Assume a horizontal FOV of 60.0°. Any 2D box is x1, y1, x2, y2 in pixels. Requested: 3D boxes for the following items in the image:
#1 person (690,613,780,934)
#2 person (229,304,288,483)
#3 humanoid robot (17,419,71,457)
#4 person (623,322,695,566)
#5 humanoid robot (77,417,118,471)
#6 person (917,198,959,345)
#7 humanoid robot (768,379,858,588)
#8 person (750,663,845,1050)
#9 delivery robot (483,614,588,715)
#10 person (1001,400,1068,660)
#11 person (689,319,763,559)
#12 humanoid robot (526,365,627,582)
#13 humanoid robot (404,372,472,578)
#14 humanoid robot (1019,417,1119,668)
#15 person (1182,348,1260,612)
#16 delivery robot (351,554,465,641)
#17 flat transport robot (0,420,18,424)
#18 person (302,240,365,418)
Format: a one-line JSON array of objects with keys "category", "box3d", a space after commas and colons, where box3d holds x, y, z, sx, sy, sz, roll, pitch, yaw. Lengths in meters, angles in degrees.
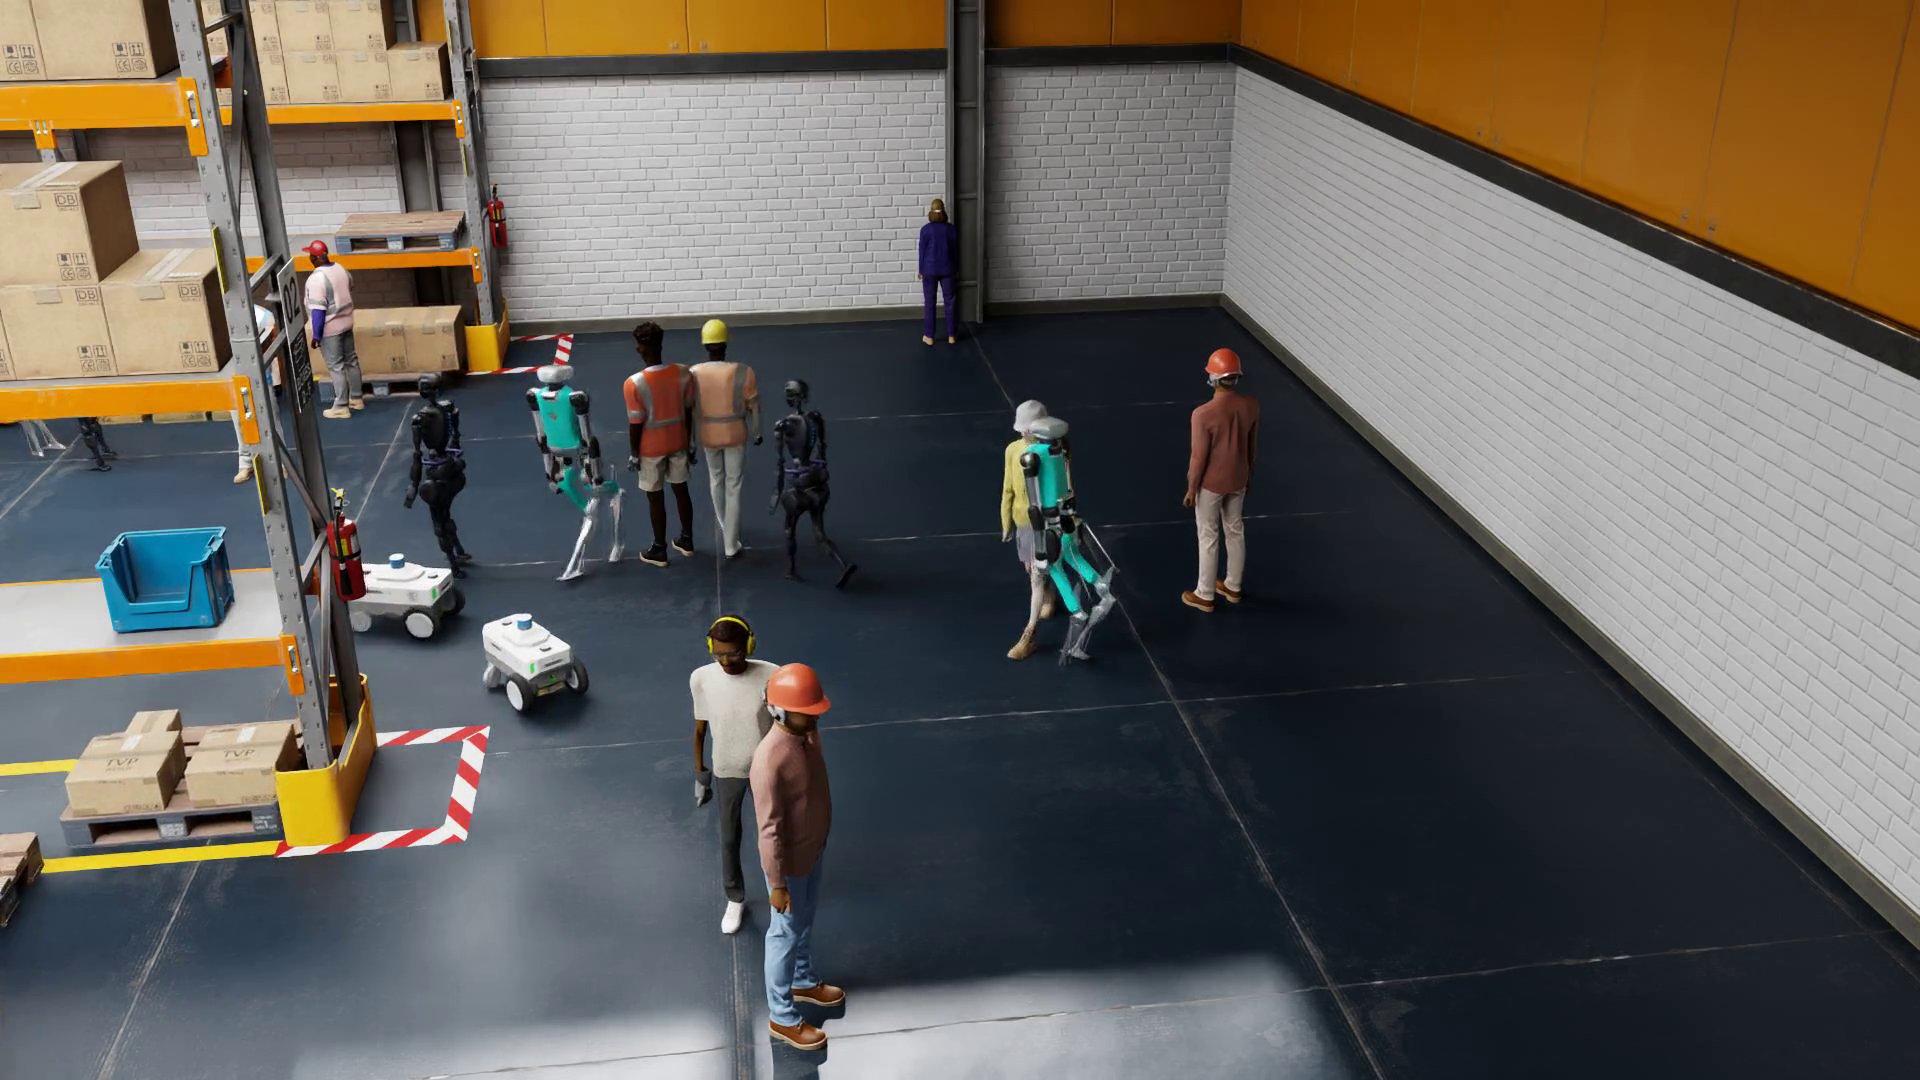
[{"category": "person", "box3d": [-1.121, 1.220, 8.650, 0.523, 1.855, 0.338, -1, 24, -1]}, {"category": "person", "box3d": [-6.262, -1.397, 14.625, 0.624, 1.843, 0.429, -1, 24, -2]}, {"category": "humanoid robot", "box3d": [-8.553, -1.589, 15.230, 0.717, 1.818, 0.547, 3, 24, 6]}, {"category": "person", "box3d": [-2.341, -0.750, 13.001, 0.602, 1.962, 0.368, -21, 32, -40]}, {"category": "humanoid robot", "box3d": [-7.869, -1.415, 14.870, 0.352, 1.654, 0.589, 3, 24, 6]}, {"category": "person", "box3d": [-0.243, -2.994, 18.528, 0.466, 1.621, 0.353, -4, 24, -10]}, {"category": "humanoid robot", "box3d": [-1.137, -0.401, 12.597, 0.673, 1.628, 0.604, 17, 29, 34]}, {"category": "person", "box3d": [-0.768, 1.474, 7.896, 0.386, 1.990, 0.624, 6, 24, 13]}, {"category": "delivery robot", "box3d": [-2.900, 0.810, 11.219, 0.516, 0.614, 0.785, -20, 31, -38]}, {"category": "person", "box3d": [0.560, -0.155, 11.808, 0.520, 1.852, 0.916, 11, 26, 24]}, {"category": "person", "box3d": [-1.887, -0.850, 13.335, 0.591, 1.881, 0.900, 2, 24, 4]}, {"category": "humanoid robot", "box3d": [-2.863, -0.590, 12.951, 0.564, 1.767, 0.945, 10, 26, 21]}, {"category": "humanoid robot", "box3d": [-4.008, -0.490, 12.768, 0.331, 1.653, 0.601, 8, 25, 18]}, {"category": "humanoid robot", "box3d": [0.808, 0.094, 11.454, 0.796, 1.848, 0.553, 14, 27, 29]}, {"category": "person", "box3d": [1.904, -0.441, 12.257, 0.613, 1.993, 0.393, -14, 27, -28]}, {"category": "delivery robot", "box3d": [-4.052, 0.404, 12.144, 0.815, 0.614, 0.499, 3, 24, 8]}, {"category": "flat transport robot", "box3d": [-9.913, -1.298, 16.353, 1.431, 0.231, 0.659, -3, 24, -7]}, {"category": "person", "box3d": [-6.143, -2.061, 16.244, 0.419, 1.755, 0.613, 6, 25, 14]}]
